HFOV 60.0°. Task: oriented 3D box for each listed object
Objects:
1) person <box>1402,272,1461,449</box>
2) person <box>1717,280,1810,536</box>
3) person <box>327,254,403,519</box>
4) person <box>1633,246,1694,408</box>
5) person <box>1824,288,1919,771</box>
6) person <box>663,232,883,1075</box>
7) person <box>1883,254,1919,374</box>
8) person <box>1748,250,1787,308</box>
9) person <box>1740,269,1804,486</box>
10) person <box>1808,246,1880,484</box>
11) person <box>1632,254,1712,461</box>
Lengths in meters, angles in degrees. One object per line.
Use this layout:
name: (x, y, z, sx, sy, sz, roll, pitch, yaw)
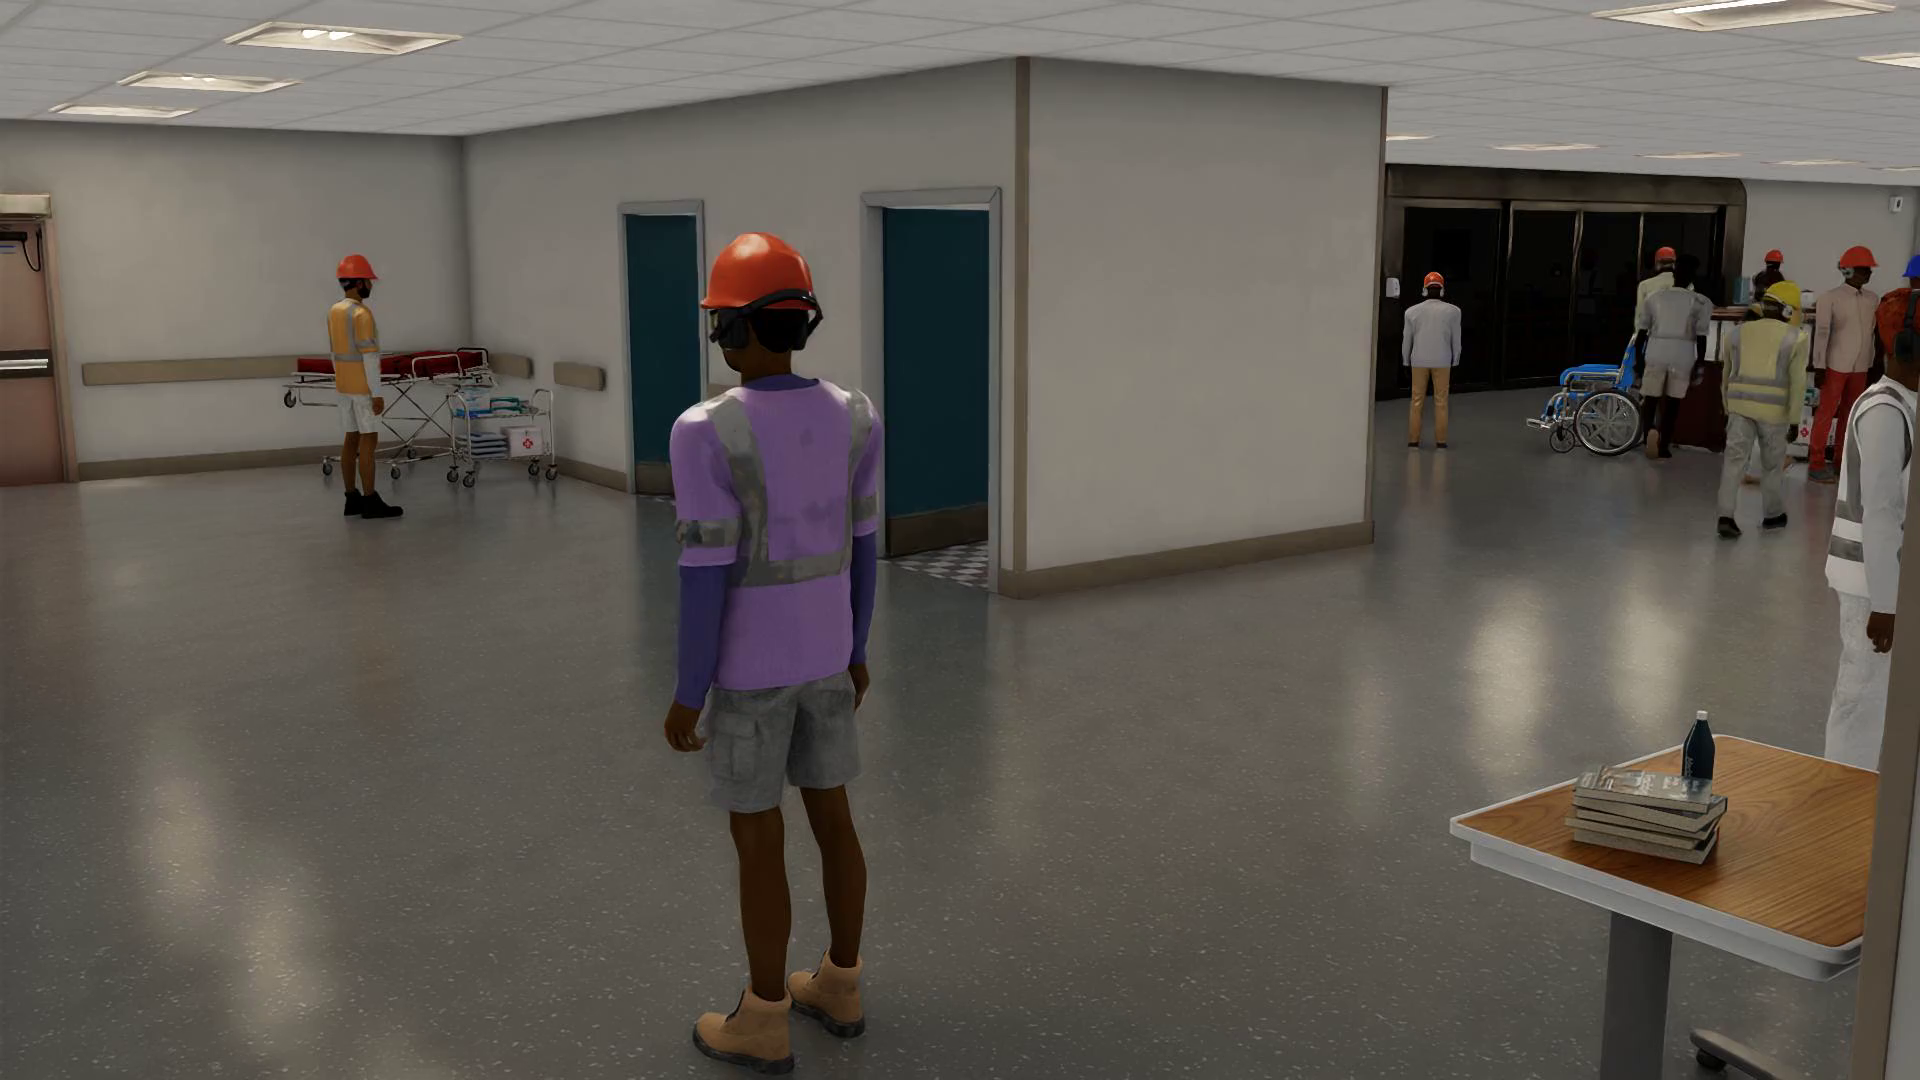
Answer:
person: (4.646, -1.765, 16.403, 0.564, 1.743, 0.352, 3, 11, 18)
person: (5.553, -0.906, 11.539, 0.608, 1.771, 0.961, 9, 14, 42)
person: (-4.415, -1.126, 12.274, 0.543, 1.941, 0.353, 9, 13, 41)
person: (7.960, -2.318, 18.842, 0.649, 1.977, 0.415, 3, 11, 15)
person: (2.950, 0.150, 5.289, 0.356, 1.883, 0.573, 6, 12, 30)
person: (-0.465, 0.284, 4.082, 0.380, 2.045, 0.605, 10, 14, 44)
person: (7.922, -1.388, 13.771, 0.421, 1.939, 0.600, -5, 11, -26)
person: (11.650, -3.210, 23.998, 0.381, 1.934, 0.546, -7, 12, -35)
person: (6.679, -1.318, 13.725, 0.630, 1.815, 0.539, -5, 11, -24)
person: (7.484, -1.471, 14.048, 0.623, 1.993, 0.385, -3, 11, -17)
person: (6.507, -1.656, 15.271, 0.643, 1.934, 0.764, 6, 12, 32)
